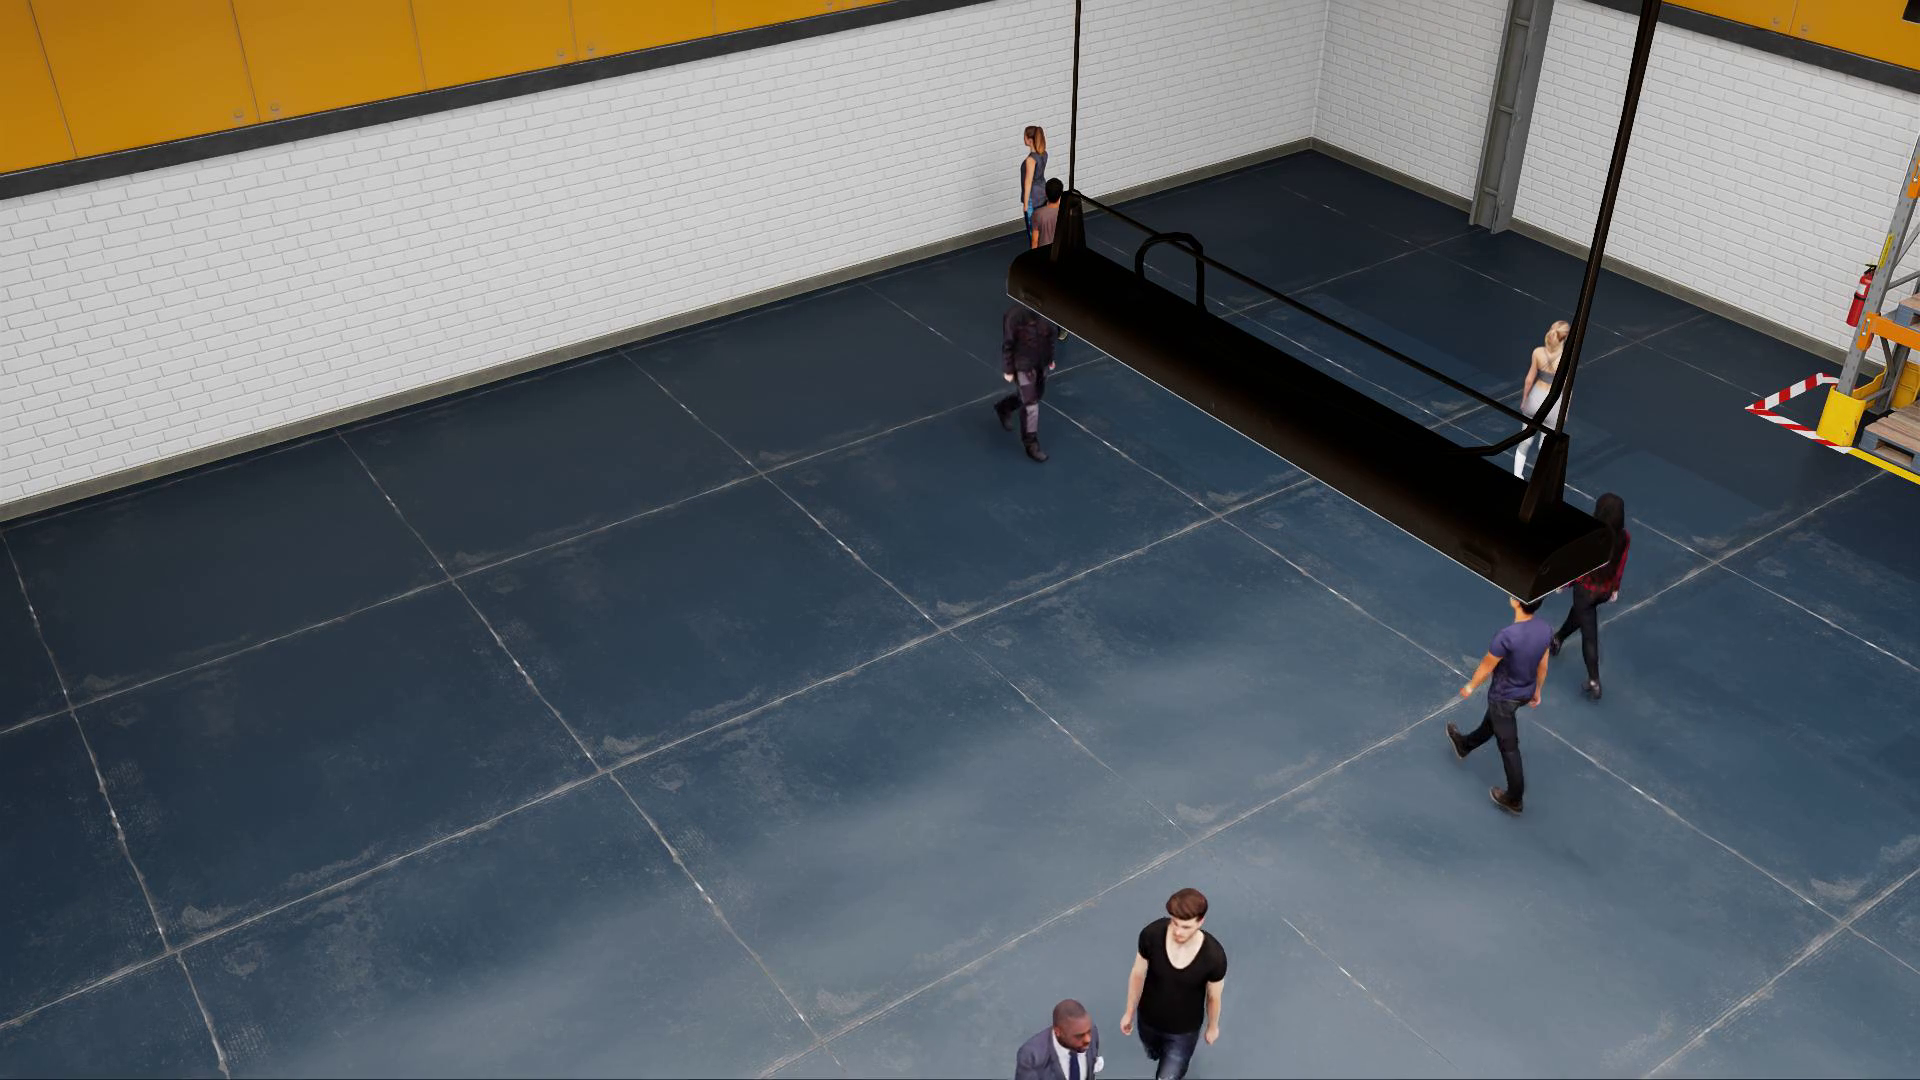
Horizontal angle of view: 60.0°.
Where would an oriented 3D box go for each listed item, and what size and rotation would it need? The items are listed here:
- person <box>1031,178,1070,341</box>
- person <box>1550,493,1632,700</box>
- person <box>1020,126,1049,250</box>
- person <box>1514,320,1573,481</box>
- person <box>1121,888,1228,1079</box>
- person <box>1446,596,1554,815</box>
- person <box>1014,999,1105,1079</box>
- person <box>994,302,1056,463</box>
[{"bbox_3d":[0.971,-2.929,17.392,0.712,1.779,0.741,1,34,2],"label":"person"},{"bbox_3d":[4.775,0.452,12.457,0.821,1.611,1.114,-9,35,-13],"label":"person"},{"bbox_3d":[0.855,-3.852,18.832,0.667,1.722,0.641,16,37,22],"label":"person"},{"bbox_3d":[5.204,-1.182,14.832,0.564,1.703,0.697,22,40,30],"label":"person"},{"bbox_3d":[1.179,2.539,9.084,1.214,1.871,1.050,18,38,25],"label":"person"},{"bbox_3d":[3.807,1.112,11.348,0.721,1.741,1.107,-18,38,-25],"label":"person"},{"bbox_3d":[0.419,2.950,8.532,0.764,1.796,1.221,-16,37,-23],"label":"person"},{"bbox_3d":[0.585,-1.668,15.461,0.826,1.817,1.120,-28,43,-36],"label":"person"}]
